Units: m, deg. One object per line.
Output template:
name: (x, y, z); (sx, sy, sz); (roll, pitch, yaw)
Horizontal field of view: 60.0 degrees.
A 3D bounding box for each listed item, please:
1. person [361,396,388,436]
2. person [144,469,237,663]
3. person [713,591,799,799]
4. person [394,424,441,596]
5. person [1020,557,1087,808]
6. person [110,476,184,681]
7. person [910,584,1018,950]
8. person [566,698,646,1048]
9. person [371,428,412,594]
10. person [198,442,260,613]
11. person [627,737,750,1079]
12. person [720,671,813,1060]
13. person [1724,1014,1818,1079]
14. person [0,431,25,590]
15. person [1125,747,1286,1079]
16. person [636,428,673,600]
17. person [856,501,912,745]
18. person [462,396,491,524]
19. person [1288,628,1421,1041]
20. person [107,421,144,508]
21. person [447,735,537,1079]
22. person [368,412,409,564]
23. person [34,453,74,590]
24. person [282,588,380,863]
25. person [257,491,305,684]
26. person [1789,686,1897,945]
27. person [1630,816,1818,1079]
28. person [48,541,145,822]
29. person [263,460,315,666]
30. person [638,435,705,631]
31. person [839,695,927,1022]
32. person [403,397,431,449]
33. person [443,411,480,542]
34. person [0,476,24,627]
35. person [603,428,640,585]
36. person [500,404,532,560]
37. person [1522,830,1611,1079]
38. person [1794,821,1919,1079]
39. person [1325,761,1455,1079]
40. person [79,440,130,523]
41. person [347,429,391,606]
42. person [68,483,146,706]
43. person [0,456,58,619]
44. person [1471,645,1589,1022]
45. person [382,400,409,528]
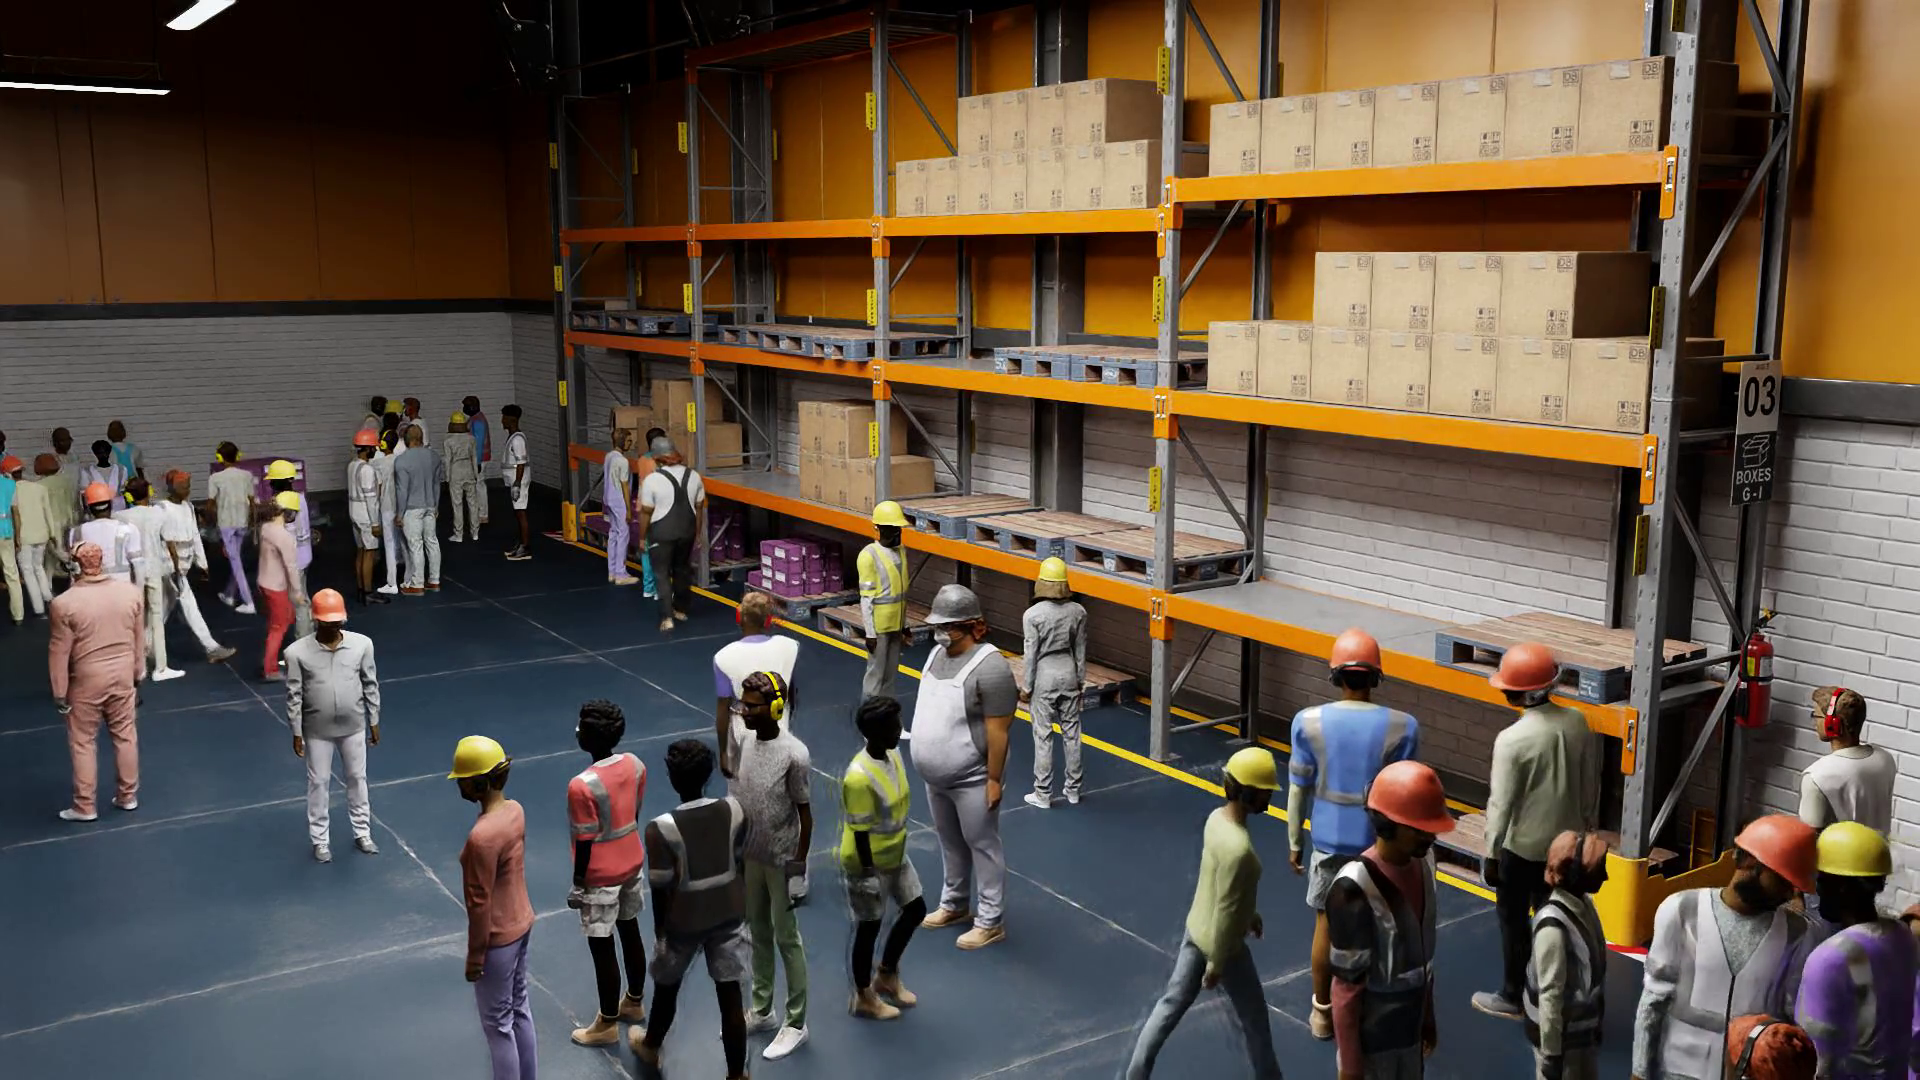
person: (-8.277, -1.154, 23.845); (0.699, 1.814, 0.648); (-2, 10, -13)
person: (-7.337, 0.246, 15.612); (1.031, 1.823, 0.590); (1, 10, 6)
person: (-1.208, 1.209, 10.086); (0.555, 1.796, 0.997); (-5, 11, -25)
person: (-6.105, -0.342, 18.725); (0.372, 1.940, 0.630); (5, 11, 27)
person: (0.640, 0.982, 11.527); (0.493, 1.743, 0.314); (-4, 11, -24)
person: (-7.339, 0.345, 14.982); (0.619, 1.847, 0.469); (-4, 10, -20)
person: (-0.020, 1.231, 9.193); (0.536, 2.000, 0.683); (-7, 12, -36)
person: (-1.712, 1.596, 8.048); (0.317, 1.700, 0.538); (4, 10, 21)
person: (-6.433, -0.329, 18.835); (0.327, 1.877, 0.516); (7, 12, 37)
person: (-7.862, -0.140, 17.851); (0.845, 1.833, 0.512); (6, 11, 32)
person: (-1.218, 1.700, 7.551); (0.534, 1.646, 0.848); (-7, 12, -34)
person: (-0.915, 1.531, 7.930); (0.519, 1.873, 0.328); (9, 13, 43)
person: (2.066, 2.142, 4.324); (0.576, 1.880, 0.352); (-4, 10, -21)
person: (-11.028, -0.356, 19.101); (0.429, 1.842, 0.626); (2, 10, 11)
person: (1.135, 1.729, 7.258); (0.946, 1.702, 0.535); (-1, 10, -5)
person: (-3.384, -0.291, 18.482); (0.390, 1.920, 0.588); (-7, 12, -35)
person: (-0.565, 0.649, 12.941); (0.369, 1.928, 0.585); (5, 11, 28)
person: (-6.926, -1.149, 23.792); (0.429, 1.837, 0.628); (-3, 10, -18)
person: (1.891, 1.435, 8.029); (0.611, 2.039, 0.401); (3, 10, 18)
person: (-10.321, -0.572, 20.501); (0.994, 1.791, 0.531); (9, 14, 44)
person: (-2.034, 1.708, 7.242); (0.338, 1.752, 0.527); (0, 10, 1)
person: (-7.048, -0.627, 20.528); (0.604, 1.900, 0.540); (1, 10, 4)
person: (-10.233, -0.197, 18.884); (0.781, 1.602, 0.511); (1, 10, 7)
person: (-3.940, 1.158, 10.490); (0.566, 1.744, 0.350); (-6, 11, -32)
person: (-6.051, 0.424, 14.815); (0.459, 1.723, 0.554); (-9, 13, -42)
person: (4.067, 1.589, 7.701); (0.560, 1.836, 0.394); (-5, 11, -26)
person: (2.635, 1.886, 5.812); (0.625, 1.888, 0.463); (3, 10, 19)
person: (-5.851, 0.948, 11.278); (0.403, 1.898, 0.657); (6, 12, 33)
person: (-6.250, 0.211, 15.514); (0.379, 1.924, 0.594); (-2, 10, -10)
person: (-2.990, -0.107, 17.047); (0.701, 2.000, 0.789); (-9, 13, -42)
person: (-0.368, 1.579, 8.194); (0.427, 1.676, 0.543); (4, 10, 22)
person: (-7.586, -1.072, 23.278); (0.390, 1.847, 0.562); (-2, 10, -13)
person: (-6.692, -0.852, 22.291); (0.487, 1.744, 0.297); (-9, 13, -43)
person: (-9.860, 0.010, 16.953); (0.393, 1.839, 0.563); (9, 13, 43)
person: (-3.943, -0.389, 19.320); (0.357, 1.835, 0.516); (-7, 12, -37)
person: (-5.585, -0.733, 20.935); (0.366, 1.967, 0.602); (-3, 10, -17)
person: (2.323, 1.906, 6.439); (0.542, 1.620, 0.531); (6, 12, 33)
person: (3.045, 1.910, 5.614); (0.592, 1.904, 0.582); (-7, 12, -36)
person: (1.566, 1.776, 6.043); (0.410, 2.030, 0.611); (9, 13, 43)
person: (-9.895, -0.319, 19.301); (0.541, 1.696, 0.315); (-8, 12, -38)
person: (-6.473, -0.246, 18.198); (0.385, 1.929, 0.543); (-7, 12, -37)
person: (-7.236, 0.475, 14.114); (0.568, 1.898, 0.688); (-2, 10, -10)
person: (-9.826, -0.028, 17.500); (0.491, 1.721, 0.579); (5, 11, 28)
person: (2.830, 1.460, 8.112); (0.717, 1.956, 0.554); (-5, 11, -29)
person: (-7.801, -1.037, 23.139); (0.403, 1.826, 0.592); (-7, 12, -34)
